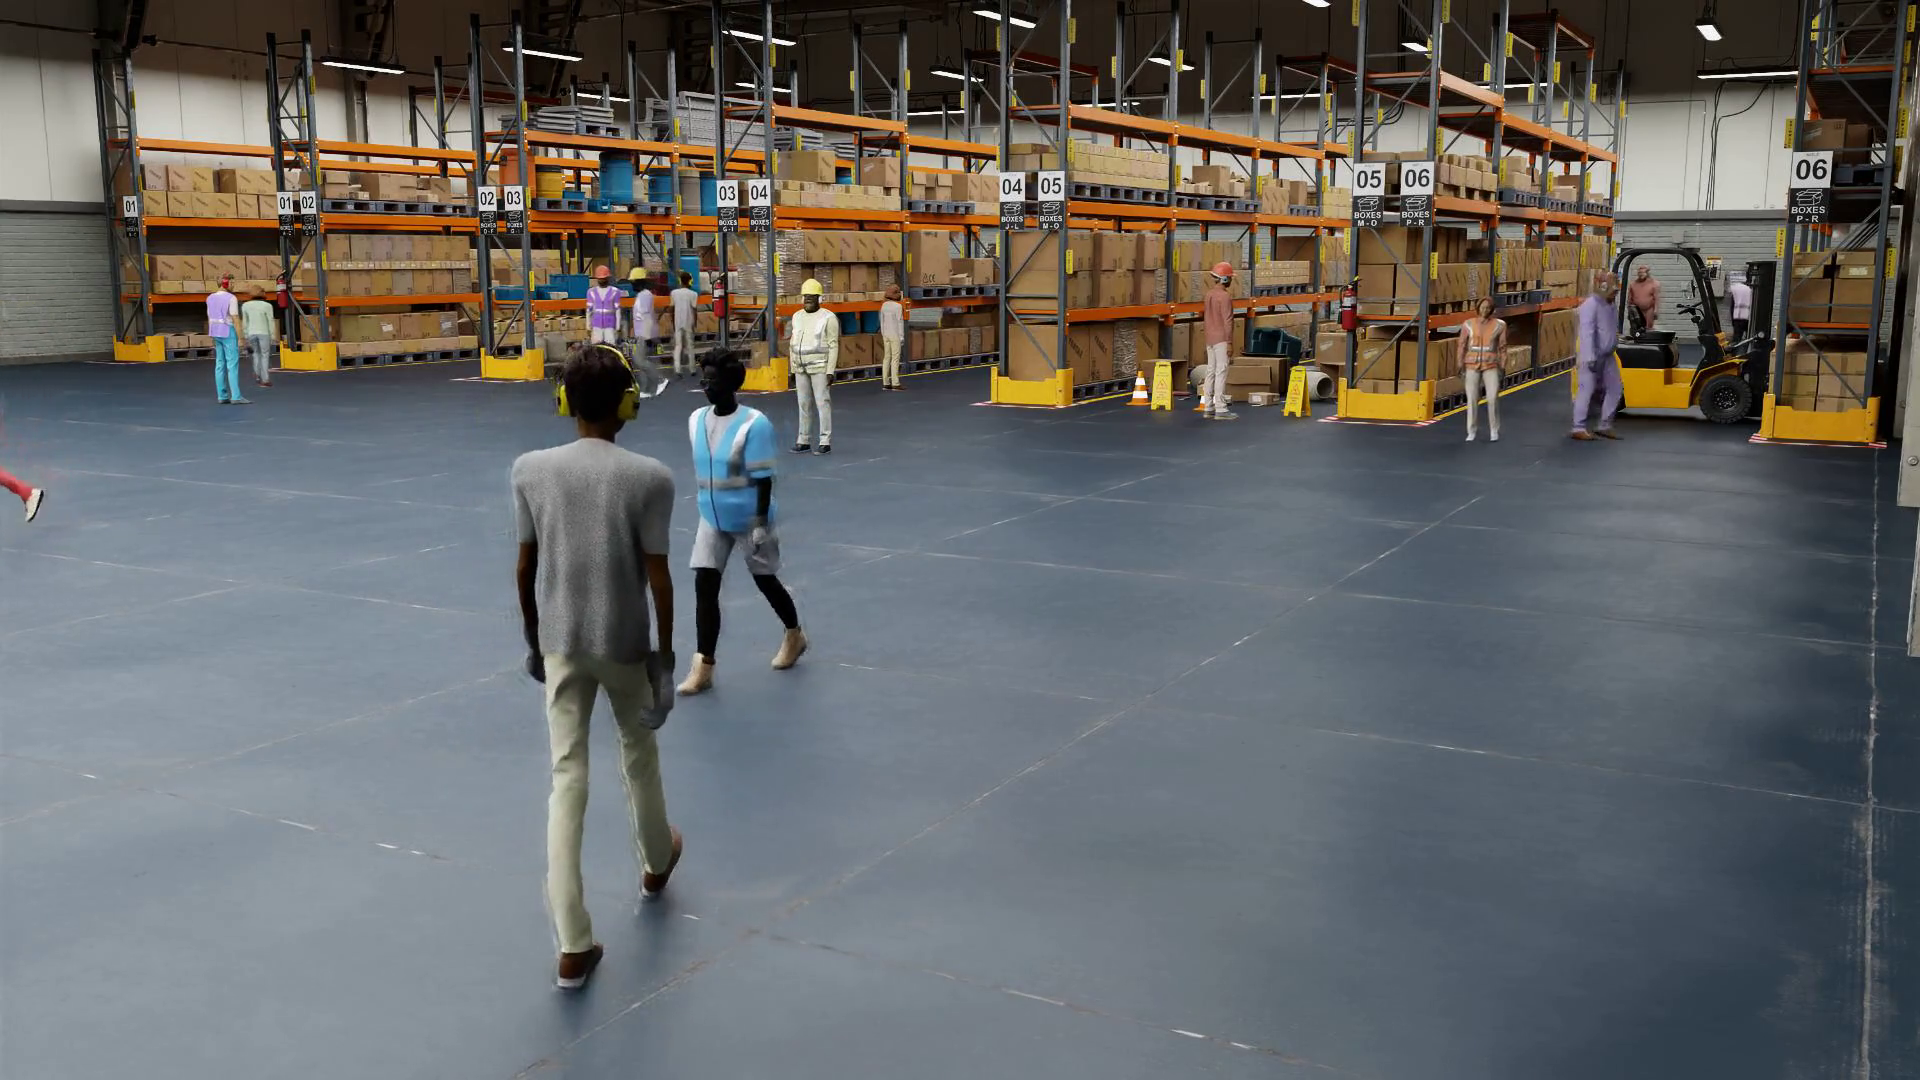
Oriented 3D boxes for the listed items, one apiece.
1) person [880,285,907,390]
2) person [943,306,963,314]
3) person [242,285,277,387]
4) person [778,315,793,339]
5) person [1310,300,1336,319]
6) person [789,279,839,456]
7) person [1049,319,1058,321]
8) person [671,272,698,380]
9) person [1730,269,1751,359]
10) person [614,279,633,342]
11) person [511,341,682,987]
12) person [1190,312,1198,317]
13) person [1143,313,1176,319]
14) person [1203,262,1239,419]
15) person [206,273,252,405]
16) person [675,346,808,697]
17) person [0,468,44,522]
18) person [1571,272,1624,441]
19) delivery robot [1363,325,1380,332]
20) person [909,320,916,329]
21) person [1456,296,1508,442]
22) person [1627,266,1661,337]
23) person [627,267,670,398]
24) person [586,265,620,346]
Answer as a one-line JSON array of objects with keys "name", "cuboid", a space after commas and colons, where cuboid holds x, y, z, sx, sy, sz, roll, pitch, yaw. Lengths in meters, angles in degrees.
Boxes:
[{"name": "person", "cuboid": [-1.034, -3.135, 25.783, 0.265, 1.632, 0.507, -8, 13, -39]}, {"name": "person", "cuboid": [-0.191, -5.492, 39.282, 0.527, 1.745, 0.789, 5, 11, 28]}, {"name": "person", "cuboid": [-11.153, -3.244, 26.500, 0.540, 1.610, 0.546, 0, 10, 3]}, {"name": "person", "cuboid": [-3.240, -4.219, 31.717, 0.599, 1.793, 0.948, 9, 13, 41]}, {"name": "person", "cuboid": [8.359, -5.367, 38.209, 0.609, 1.860, 1.014, -4, 11, -23]}, {"name": "person", "cuboid": [-1.550, -1.799, 17.380, 0.591, 1.834, 0.403, 6, 11, 32]}, {"name": "person", "cuboid": [1.947, -4.272, 32.053, 0.533, 1.768, 0.311, 6, 11, 30]}, {"name": "person", "cuboid": [-4.657, -3.611, 28.078, 0.526, 1.813, 1.013, 1, 10, 5]}, {"name": "person", "cuboid": [14.275, -4.007, 30.216, 0.595, 1.877, 0.979, 8, 12, 39]}, {"name": "person", "cuboid": [-6.602, -4.274, 32.452, 0.506, 1.631, 0.277, 4, 10, 20]}, {"name": "person", "cuboid": [-1.080, 0.323, 5.006, 0.515, 1.822, 0.969, 0, 10, -1]}, {"name": "person", "cuboid": [4.860, -4.405, 33.234, 0.509, 1.628, 0.319, 2, 10, 10]}, {"name": "person", "cuboid": [4.025, -4.588, 33.512, 0.669, 1.892, 0.688, 1, 10, 7]}, {"name": "person", "cuboid": [3.317, -2.532, 21.199, 0.376, 1.995, 0.612, -3, 10, -19]}, {"name": "person", "cuboid": [-10.263, -2.803, 23.242, 0.563, 1.838, 0.389, 5, 11, 26]}, {"name": "person", "cuboid": [-1.045, -0.120, 8.073, 0.538, 1.658, 0.860, 6, 11, 31]}, {"name": "person", "cuboid": [-7.419, -0.942, 12.607, 0.655, 1.739, 0.533, -5, 11, -25]}, {"name": "person", "cuboid": [7.213, -2.040, 18.629, 0.657, 1.887, 0.641, -7, 12, -35]}, {"name": "delivery robot", "cuboid": [9.378, -4.629, 37.406, 0.707, 0.478, 0.477, -1, 10, -9]}, {"name": "person", "cuboid": [-1.647, -6.649, 45.571, 1.044, 1.911, 0.620, -1, 10, -3]}, {"name": "person", "cuboid": [5.845, -1.911, 18.637, 0.534, 1.636, 0.376, 4, 11, 24]}, {"name": "person", "cuboid": [13.834, -4.614, 33.749, 0.672, 1.875, 0.831, 7, 12, 35]}, {"name": "person", "cuboid": [-4.586, -3.007, 24.219, 0.493, 1.916, 0.589, -3, 10, -19]}, {"name": "person", "cuboid": [-5.749, -3.459, 26.839, 0.547, 1.928, 0.433, -1, 10, -6]}]
